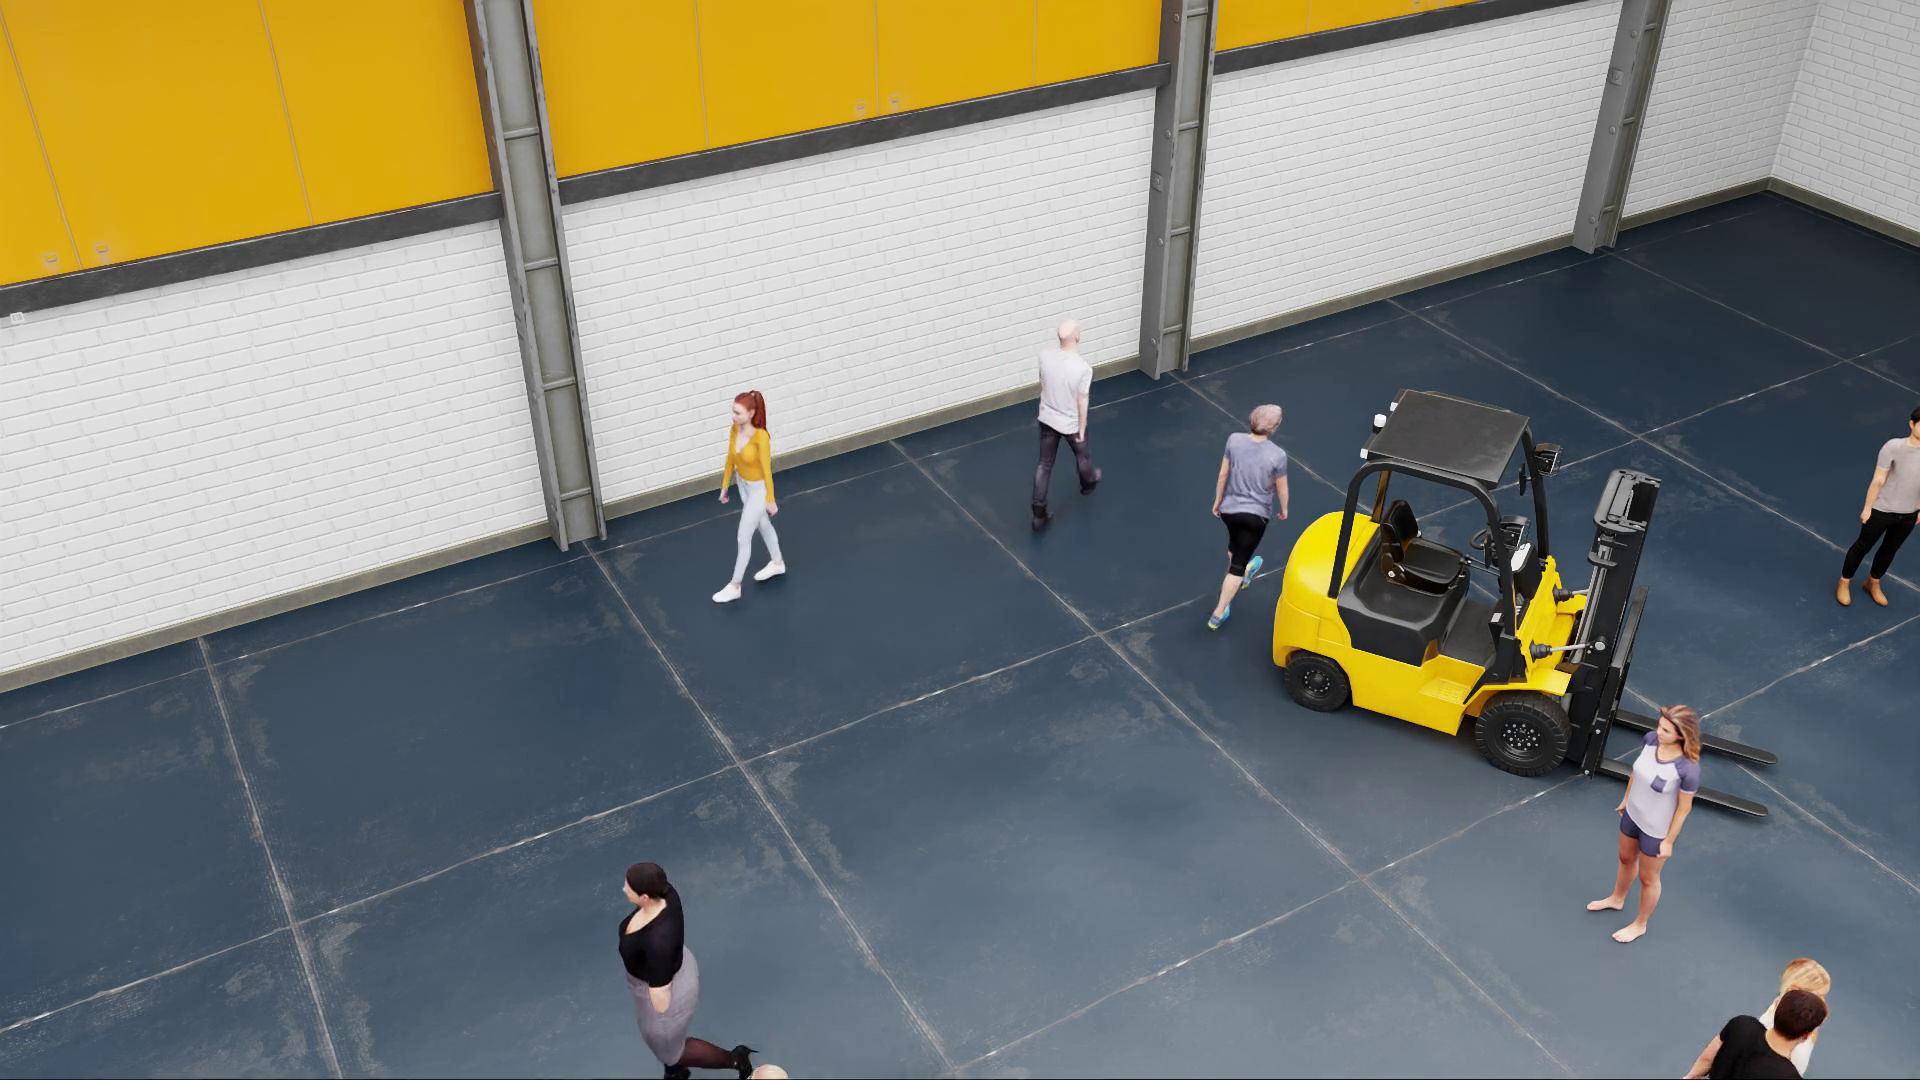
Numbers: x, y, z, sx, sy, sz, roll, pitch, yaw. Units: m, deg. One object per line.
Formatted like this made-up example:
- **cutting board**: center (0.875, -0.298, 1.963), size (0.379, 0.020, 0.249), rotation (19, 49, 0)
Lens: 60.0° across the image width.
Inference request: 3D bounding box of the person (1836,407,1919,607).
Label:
- **person**: center (7.157, -0.272, 12.733), size (0.640, 1.722, 0.747), rotation (1, 34, 2)

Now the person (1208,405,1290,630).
- **person**: center (2.099, -0.137, 12.419), size (0.933, 1.844, 1.205), rotation (21, 39, 29)

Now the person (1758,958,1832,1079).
- **person**: center (3.913, 2.706, 8.175), size (0.719, 1.808, 0.533), rotation (28, 42, 35)

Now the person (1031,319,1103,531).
- **person**: center (0.783, -0.911, 13.640), size (1.048, 1.782, 1.298), rotation (19, 38, 26)

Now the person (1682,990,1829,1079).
- **person**: center (3.564, 2.858, 7.963), size (1.329, 1.788, 1.002), rotation (-8, 34, -12)

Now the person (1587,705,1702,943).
- **person**: center (4.093, 1.656, 9.825), size (0.613, 1.730, 0.651), rotation (-10, 35, -14)

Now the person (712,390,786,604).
- **person**: center (-1.528, -0.400, 12.922), size (1.033, 1.725, 0.723), rotation (-26, 42, -34)

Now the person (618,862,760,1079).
- **person**: center (-1.452, 2.366, 8.747), size (0.997, 1.741, 0.853), rotation (-5, 34, -8)
